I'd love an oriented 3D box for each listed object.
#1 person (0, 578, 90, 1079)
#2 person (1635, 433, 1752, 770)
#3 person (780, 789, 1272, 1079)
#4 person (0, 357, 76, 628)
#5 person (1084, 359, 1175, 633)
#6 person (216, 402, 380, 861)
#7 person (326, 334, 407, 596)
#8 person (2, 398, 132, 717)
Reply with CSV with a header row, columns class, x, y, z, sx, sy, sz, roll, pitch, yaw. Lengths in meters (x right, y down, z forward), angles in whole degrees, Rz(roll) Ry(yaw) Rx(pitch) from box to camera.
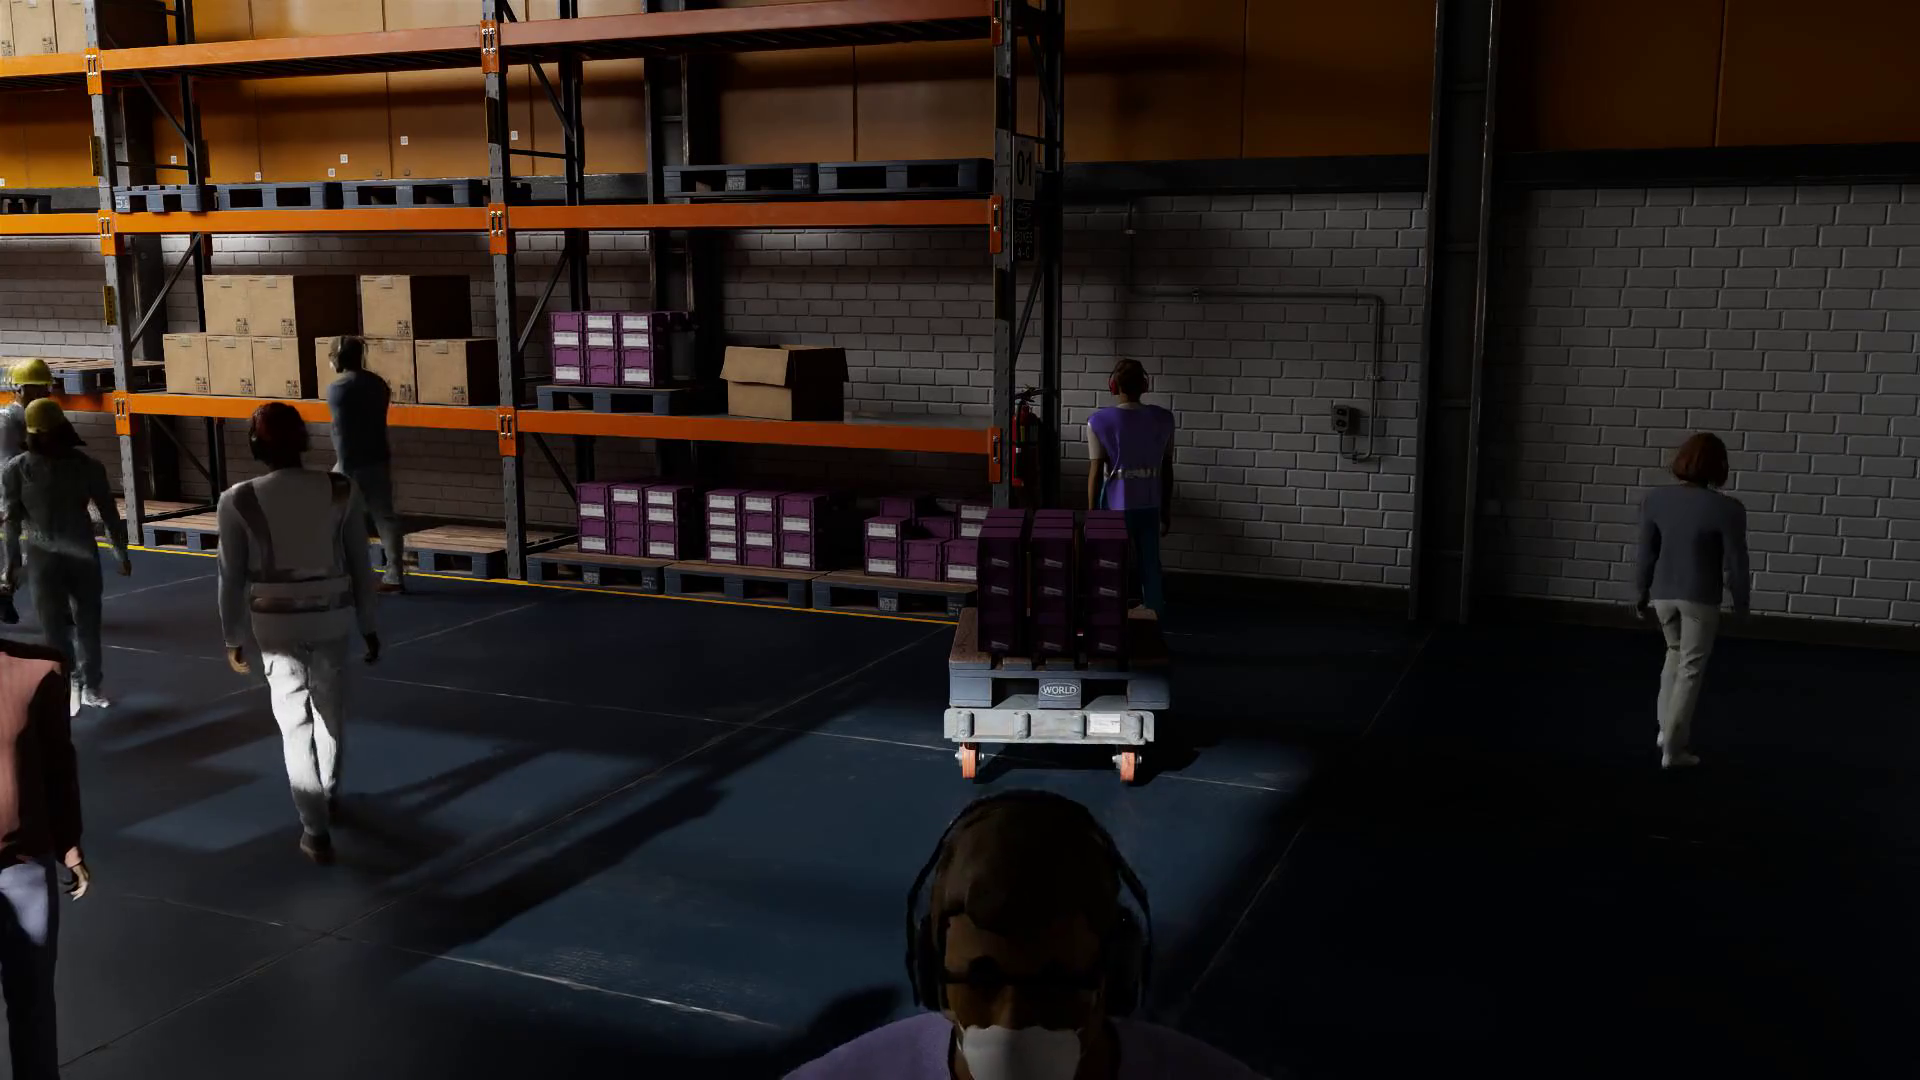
class,x,y,z,sx,sy,sz,roll,pitch,yaw
person,-2.519,0.837,4.282,0.311,1.769,0.522,8,12,40
person,3.545,0.291,7.996,0.518,1.619,0.514,-6,11,-34
person,0.043,1.200,1.673,0.655,1.901,0.938,2,10,13
person,-6.092,-0.295,10.927,0.546,1.815,0.595,1,10,5
person,1.031,-0.172,10.098,0.565,1.841,0.396,-3,10,-16
person,-2.783,0.349,6.945,0.588,1.848,0.884,-6,11,-33
person,-4.453,-0.534,12.106,0.918,1.900,0.636,4,10,22
person,-4.751,0.095,8.857,0.595,1.709,0.526,-7,12,-35
